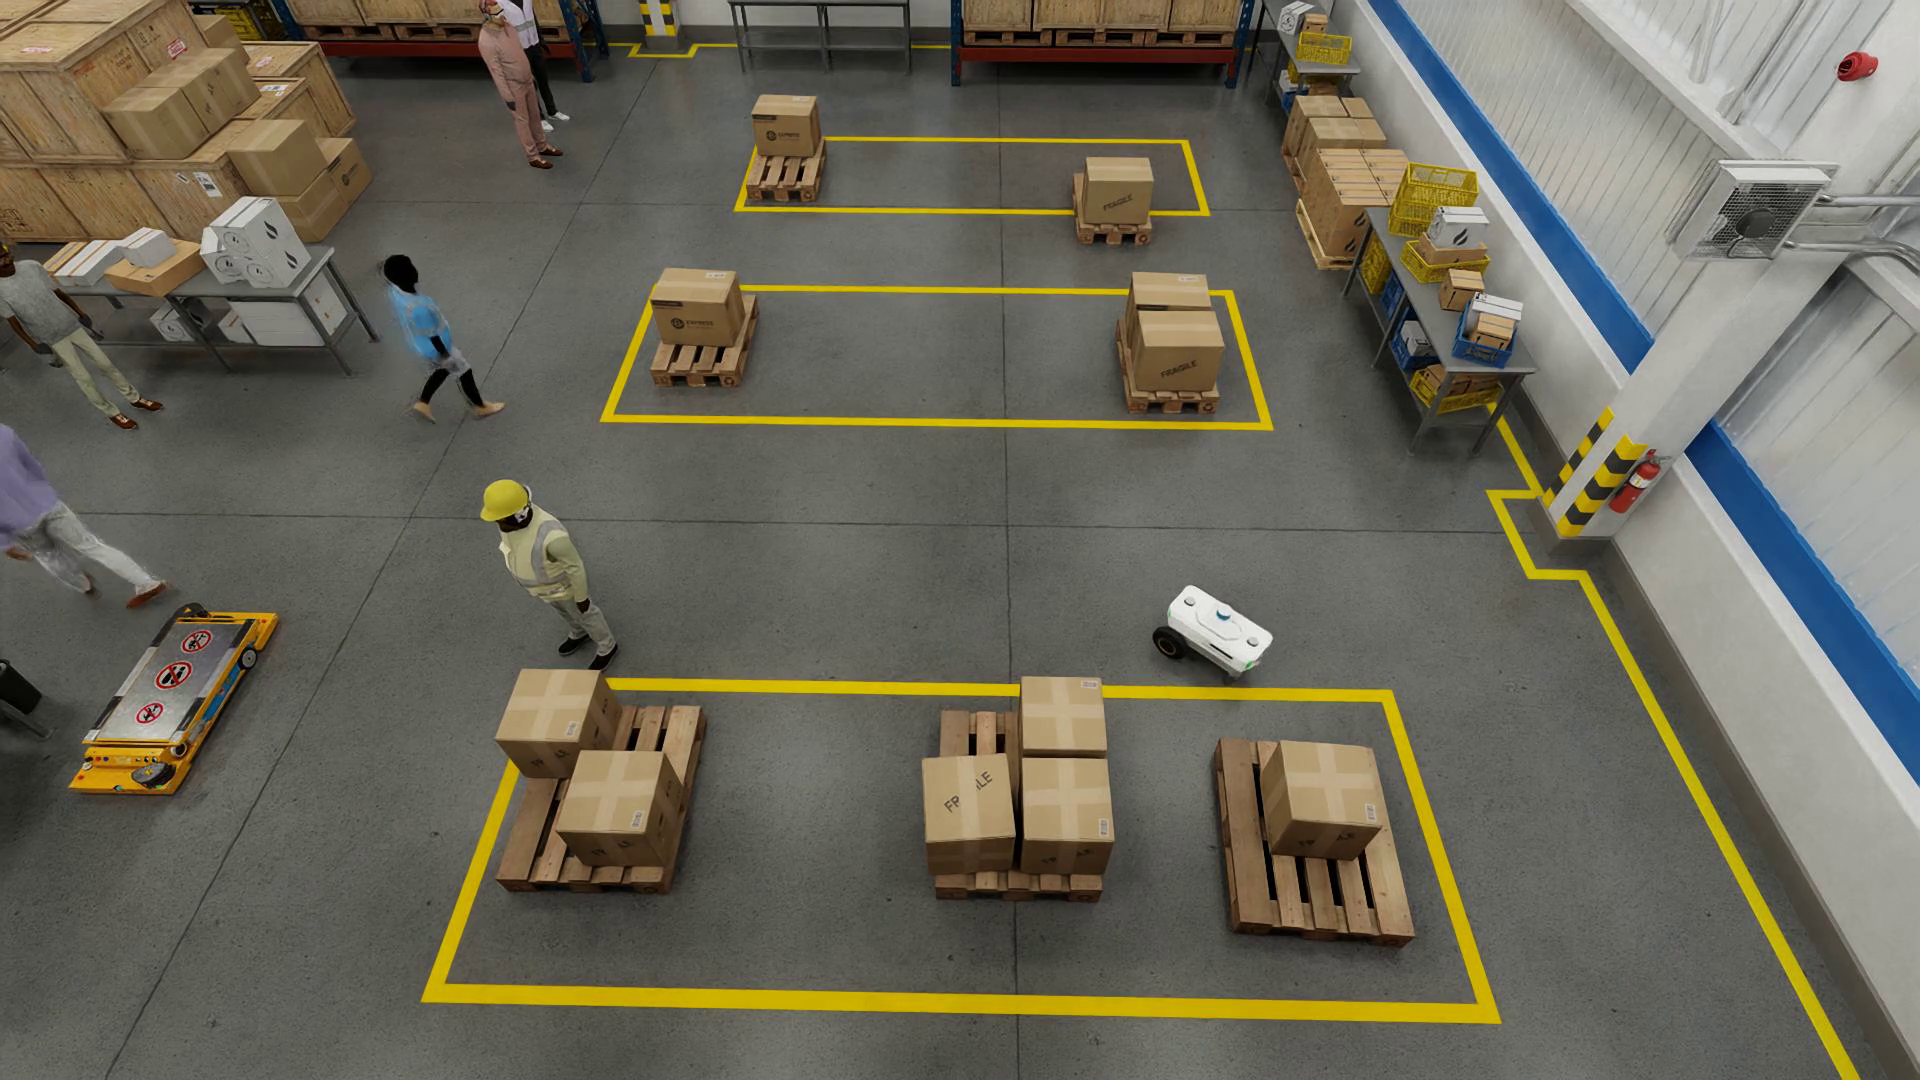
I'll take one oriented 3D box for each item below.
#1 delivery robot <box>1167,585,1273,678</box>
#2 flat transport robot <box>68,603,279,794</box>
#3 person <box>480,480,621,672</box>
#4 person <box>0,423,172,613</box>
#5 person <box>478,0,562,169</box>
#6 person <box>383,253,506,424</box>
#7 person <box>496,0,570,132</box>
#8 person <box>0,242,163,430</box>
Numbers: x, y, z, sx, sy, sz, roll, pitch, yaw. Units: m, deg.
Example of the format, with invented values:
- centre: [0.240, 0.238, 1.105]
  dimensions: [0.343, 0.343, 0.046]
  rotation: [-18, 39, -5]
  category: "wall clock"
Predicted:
- centre: [1.848, 0.643, 6.561]
  dimensions: [0.707, 0.478, 0.477]
  rotation: [35, 58, 26]
  category: "delivery robot"
- centre: [-5.504, 1.072, 6.442]
  dimensions: [0.652, 0.197, 1.431]
  rotation: [1, 50, 1]
  category: "flat transport robot"
- centre: [-2.724, 0.256, 6.116]
  dimensions: [0.600, 1.830, 0.404]
  rotation: [27, 55, 21]
  category: "person"
- centre: [-6.544, -0.185, 6.471]
  dimensions: [0.857, 1.883, 0.646]
  rotation: [15, 51, 12]
  category: "person"
- centre: [-5.230, -5.385, 10.851]
  dimensions: [0.402, 1.901, 0.647]
  rotation: [8, 50, 6]
  category: "person"
- centre: [-4.554, -1.653, 7.831]
  dimensions: [0.652, 1.684, 0.540]
  rotation: [-34, 58, -25]
  category: "person"
- centre: [-5.445, -6.197, 11.520]
  dimensions: [0.395, 1.920, 0.587]
  rotation: [21, 53, 17]
  category: "person"
- centre: [-7.622, -1.739, 7.790]
  dimensions: [0.322, 1.862, 0.510]
  rotation: [14, 51, 12]
  category: "person"
